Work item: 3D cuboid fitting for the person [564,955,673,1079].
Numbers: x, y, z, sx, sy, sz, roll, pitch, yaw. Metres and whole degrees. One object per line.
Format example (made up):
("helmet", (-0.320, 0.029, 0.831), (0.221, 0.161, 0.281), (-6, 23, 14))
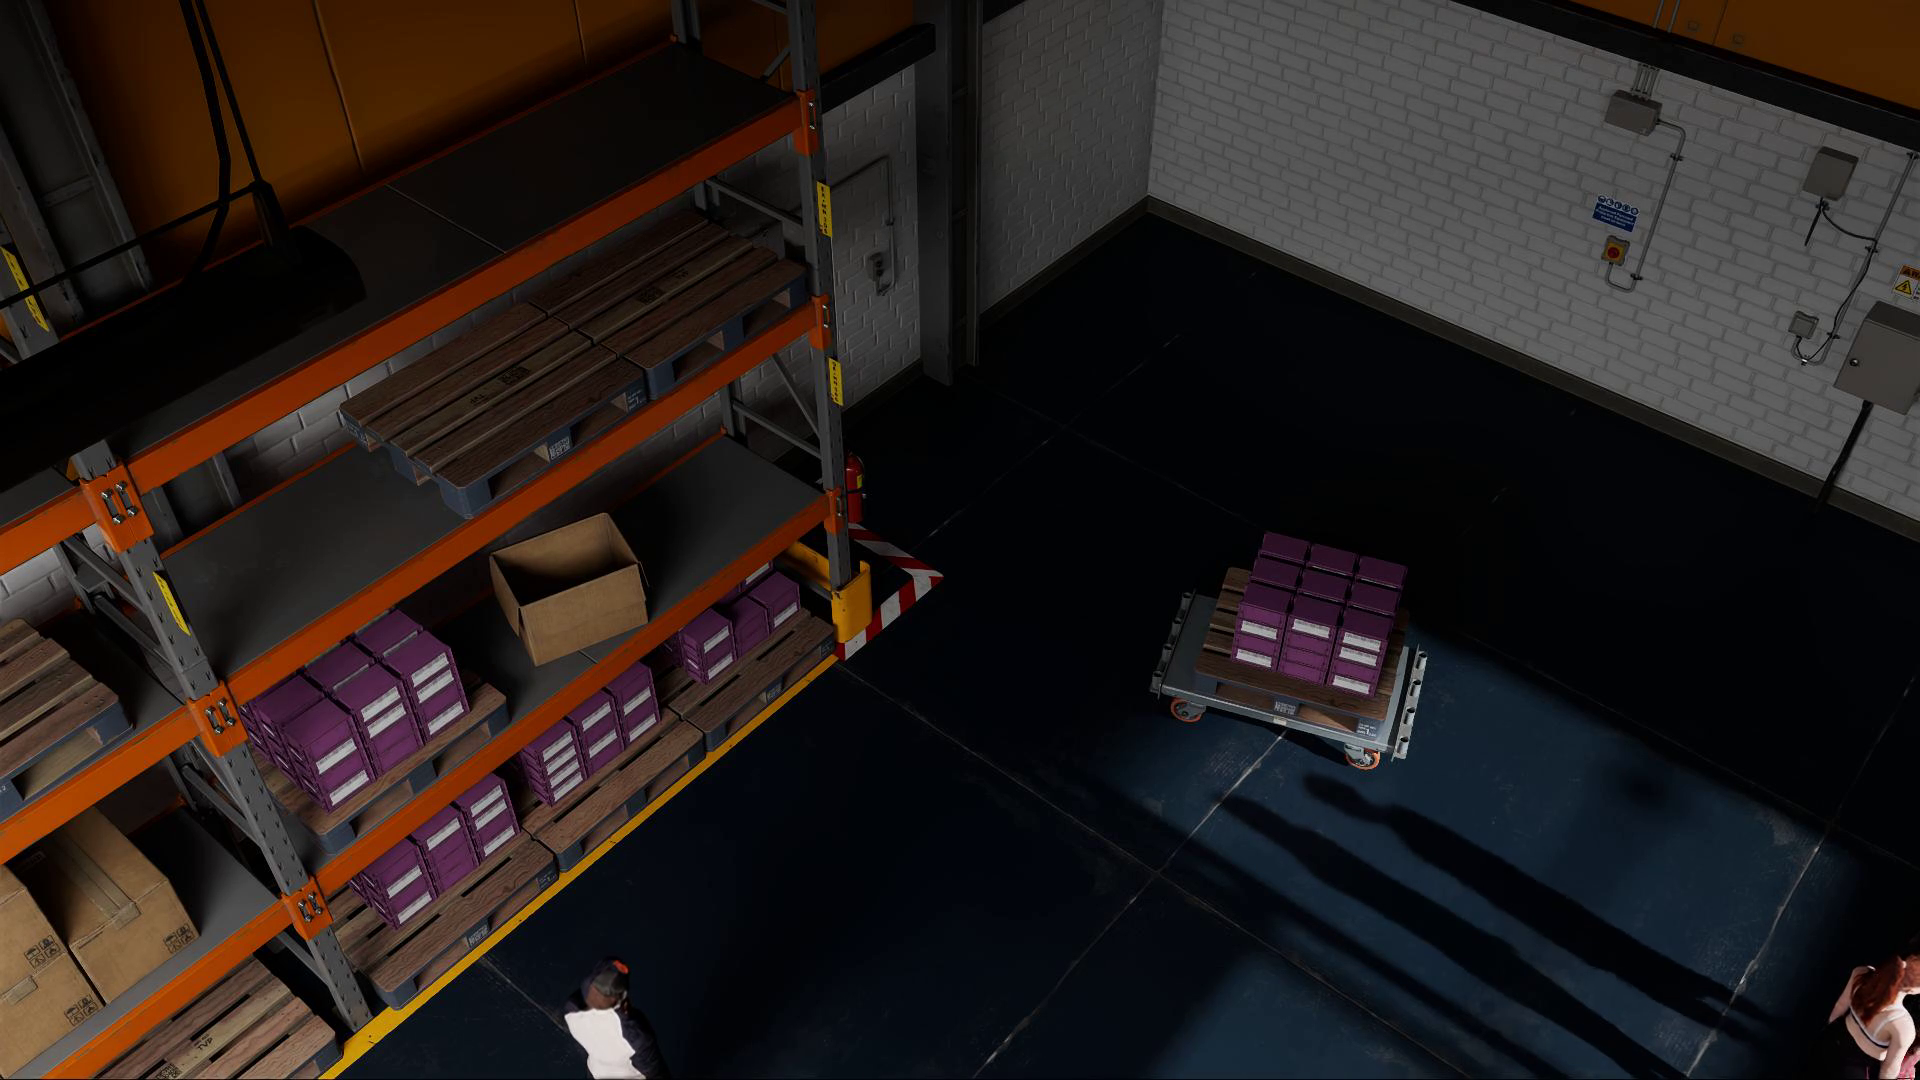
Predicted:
("person", (-1.611, 2.618, 8.073), (0.731, 1.890, 0.648), (21, 48, 21))

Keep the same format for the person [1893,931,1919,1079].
("person", (4.895, 2.401, 8.479), (0.742, 1.642, 0.690), (-4, 44, -4))

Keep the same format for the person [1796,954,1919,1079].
("person", (4.378, 2.571, 8.230), (0.713, 1.740, 0.665), (-6, 44, -7))
